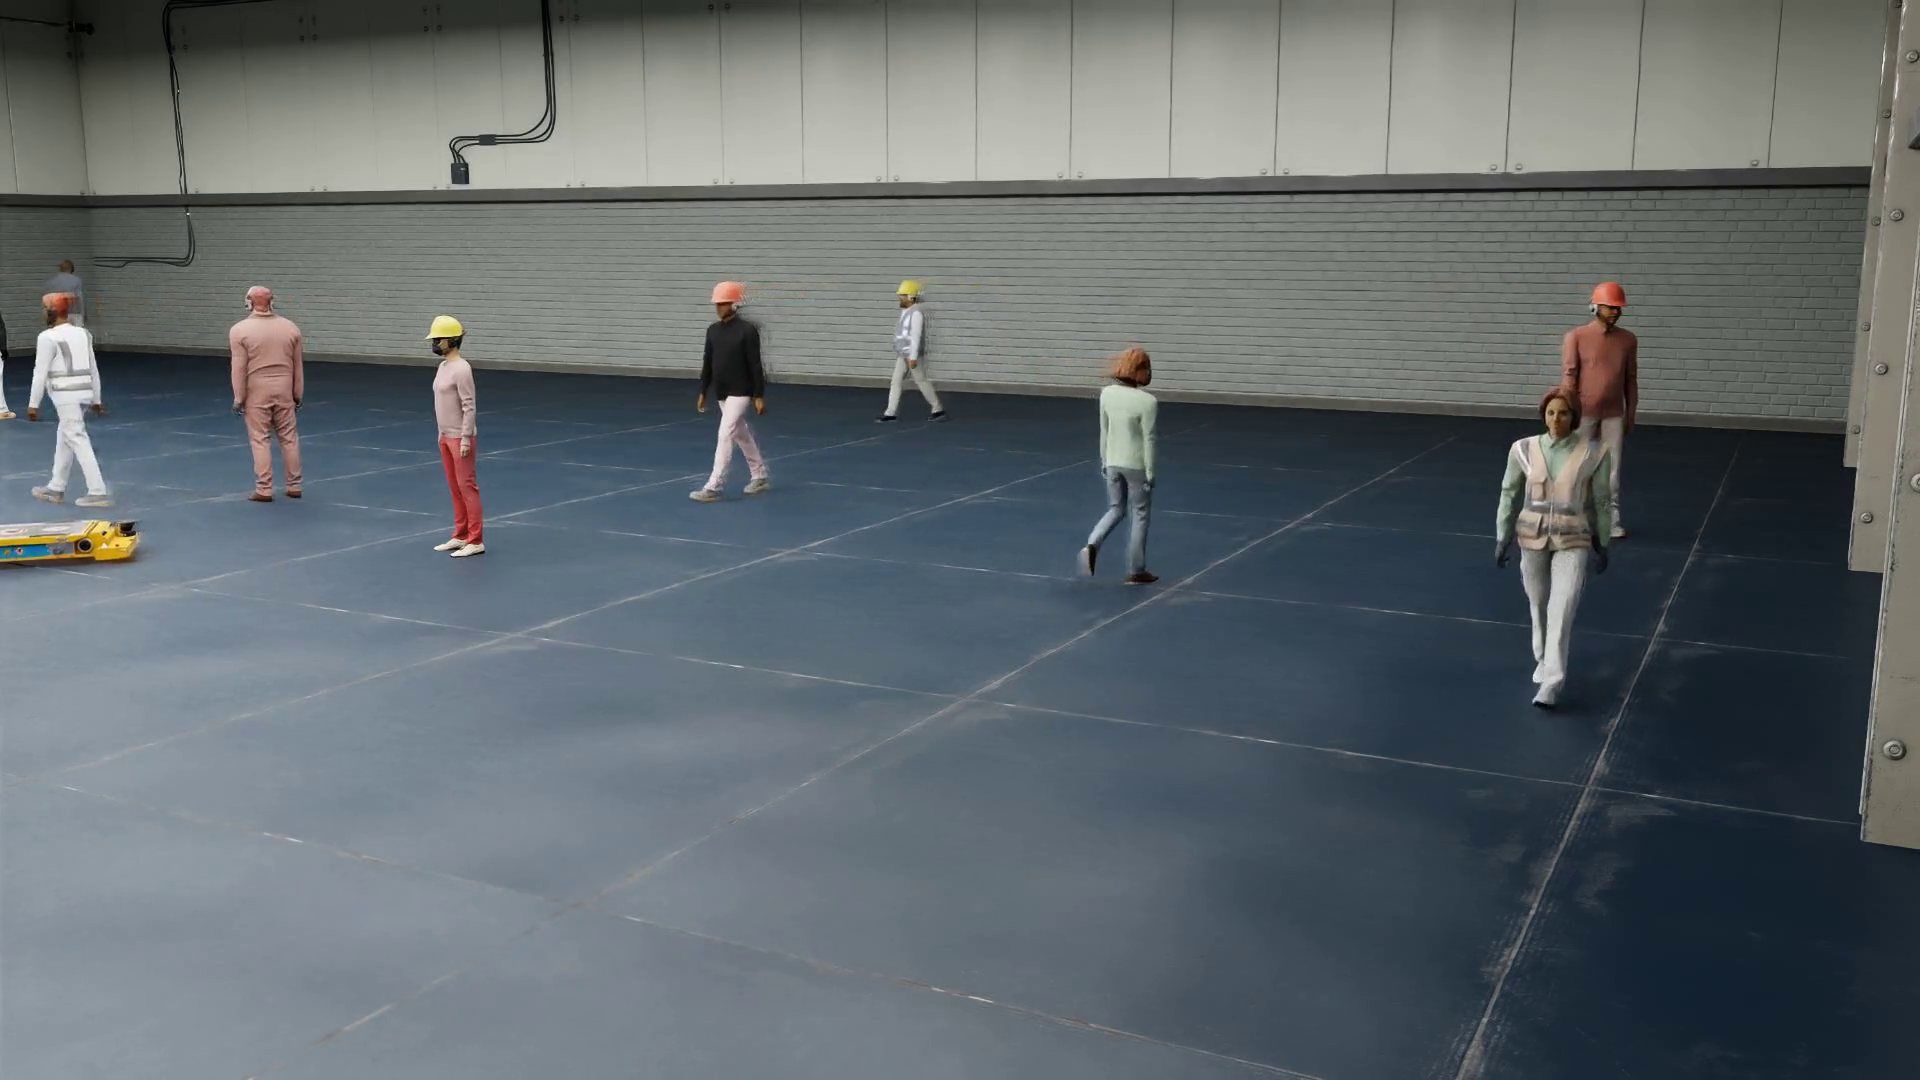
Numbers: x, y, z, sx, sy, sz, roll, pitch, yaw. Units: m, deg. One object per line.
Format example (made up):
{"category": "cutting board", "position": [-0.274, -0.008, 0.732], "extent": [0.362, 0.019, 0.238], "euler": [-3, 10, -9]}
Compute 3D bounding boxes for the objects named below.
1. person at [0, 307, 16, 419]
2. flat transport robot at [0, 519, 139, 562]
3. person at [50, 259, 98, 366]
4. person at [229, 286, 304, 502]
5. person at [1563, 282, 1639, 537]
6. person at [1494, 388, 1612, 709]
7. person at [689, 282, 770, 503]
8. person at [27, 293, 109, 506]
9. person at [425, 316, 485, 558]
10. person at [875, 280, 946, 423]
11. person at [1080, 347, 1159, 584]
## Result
{"category": "person", "position": [-12.480, -2.456, 21.280], "extent": [0.621, 1.845, 0.429], "euler": [1, 10, 4]}
{"category": "flat transport robot", "position": [-6.778, 0.026, 12.032], "extent": [1.431, 0.197, 0.652], "euler": [-4, 11, -20]}
{"category": "person", "position": [-15.778, -4.035, 29.650], "extent": [0.661, 1.923, 0.672], "euler": [1, 10, 5]}
{"category": "person", "position": [-6.157, -1.294, 14.771], "extent": [0.403, 1.904, 0.651], "euler": [9, 14, 41]}
{"category": "person", "position": [4.999, -1.010, 12.993], "extent": [0.619, 1.993, 0.415], "euler": [-1, 10, -6]}
{"category": "person", "position": [3.012, 0.020, 8.463], "extent": [0.539, 1.590, 0.880], "euler": [6, 12, 31]}
{"category": "person", "position": [-2.055, -1.337, 14.915], "extent": [0.640, 1.944, 1.018], "euler": [9, 14, 40]}
{"category": "person", "position": [-7.854, -1.208, 14.454], "extent": [0.913, 1.843, 0.603], "euler": [1, 10, 6]}
{"category": "person", "position": [-3.725, -0.757, 12.224], "extent": [0.314, 1.767, 0.534], "euler": [-8, 13, -36]}
{"category": "person", "position": [-0.597, -2.367, 20.944], "extent": [0.911, 1.792, 0.603], "euler": [-4, 11, -20]}
{"category": "person", "position": [1.091, -0.481, 11.121], "extent": [0.546, 1.613, 0.509], "euler": [-10, 14, -43]}
